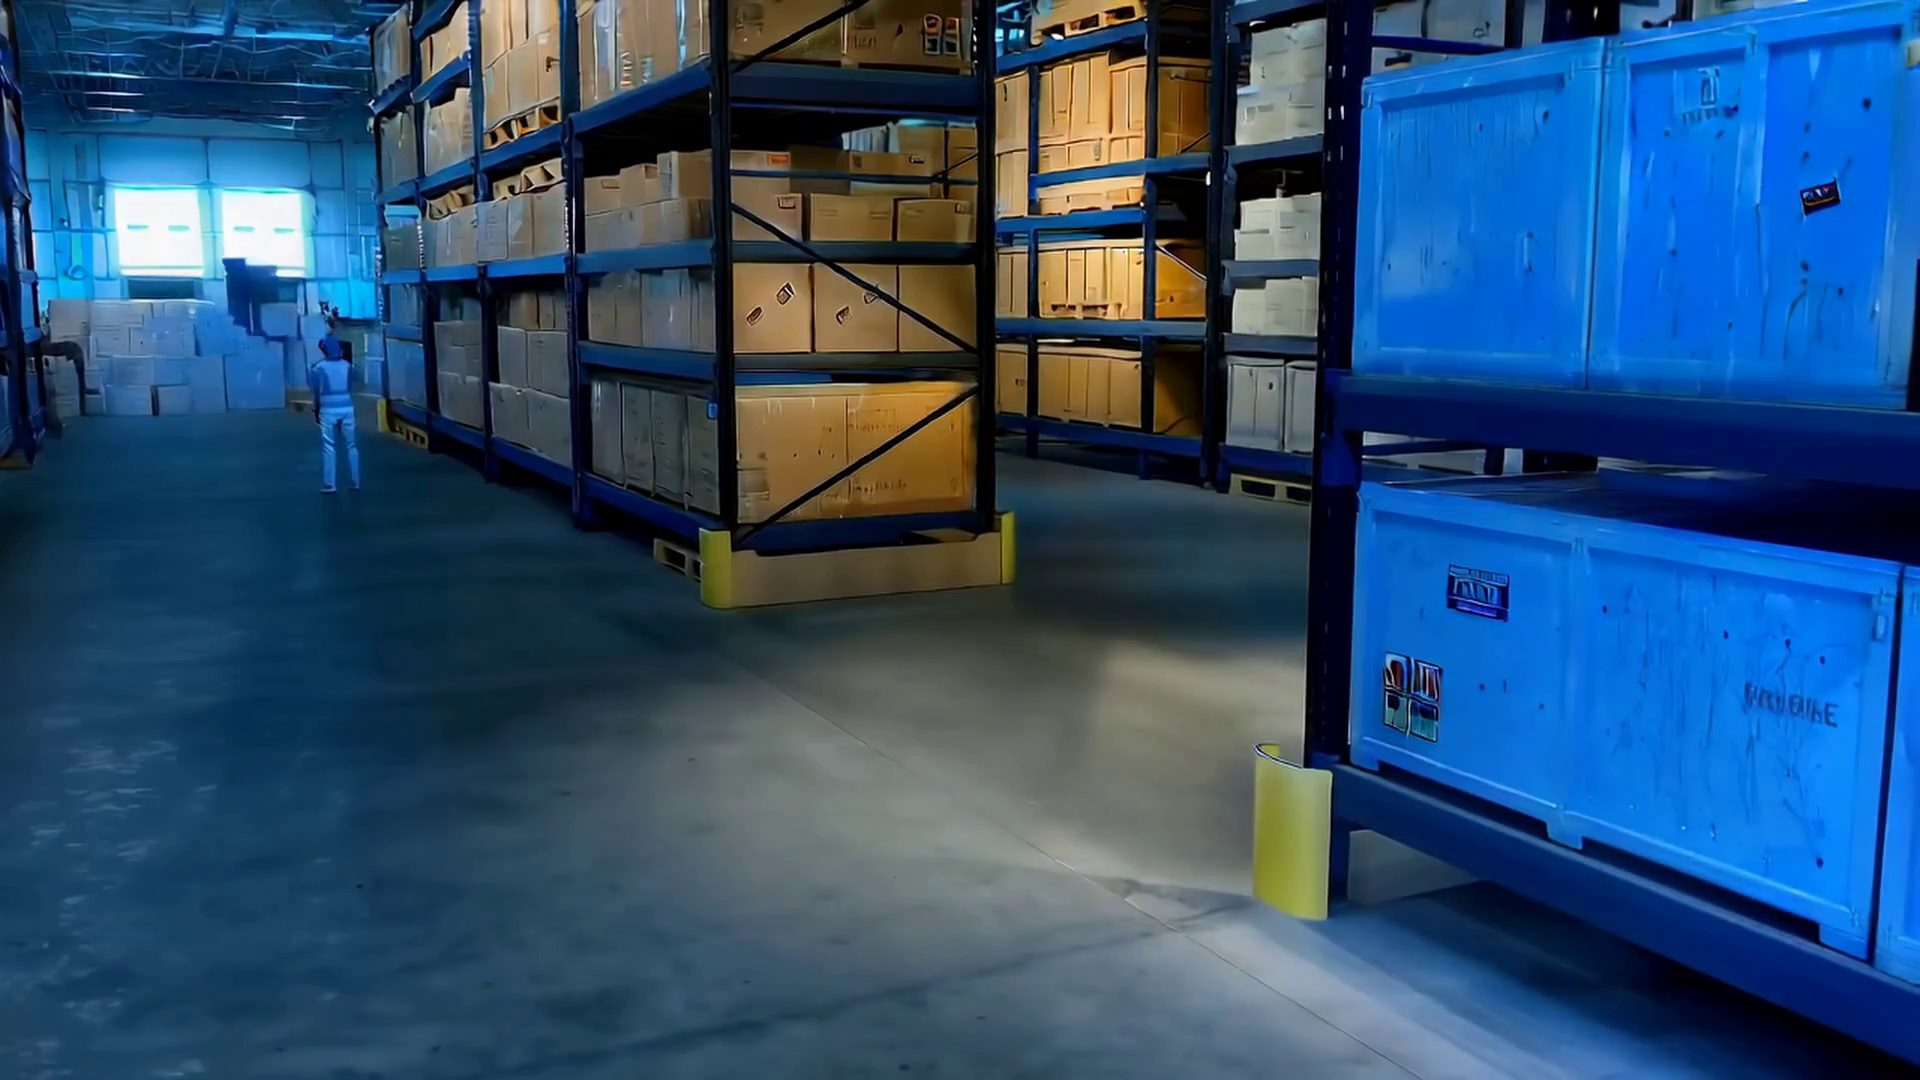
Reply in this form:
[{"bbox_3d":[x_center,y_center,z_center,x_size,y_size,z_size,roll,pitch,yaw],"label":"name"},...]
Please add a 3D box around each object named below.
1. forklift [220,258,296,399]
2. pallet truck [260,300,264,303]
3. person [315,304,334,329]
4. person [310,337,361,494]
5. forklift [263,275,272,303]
[{"bbox_3d":[-14.315,-4.194,33.009,1.873,2.768,1.129,-4,9,-26],"label":"forklift"},{"bbox_3d":[-23.913,-7.404,58.171,1.885,1.965,0.823,-1,8,-9],"label":"pallet truck"},{"bbox_3d":[-21.425,-7.041,56.220,0.584,1.830,0.979,0,8,3],"label":"person"},{"bbox_3d":[-6.515,-1.299,17.345,0.315,1.630,0.511,7,11,38],"label":"person"},{"bbox_3d":[-17.112,-5.252,40.304,1.129,2.768,1.873,-4,9,-26],"label":"forklift"}]
